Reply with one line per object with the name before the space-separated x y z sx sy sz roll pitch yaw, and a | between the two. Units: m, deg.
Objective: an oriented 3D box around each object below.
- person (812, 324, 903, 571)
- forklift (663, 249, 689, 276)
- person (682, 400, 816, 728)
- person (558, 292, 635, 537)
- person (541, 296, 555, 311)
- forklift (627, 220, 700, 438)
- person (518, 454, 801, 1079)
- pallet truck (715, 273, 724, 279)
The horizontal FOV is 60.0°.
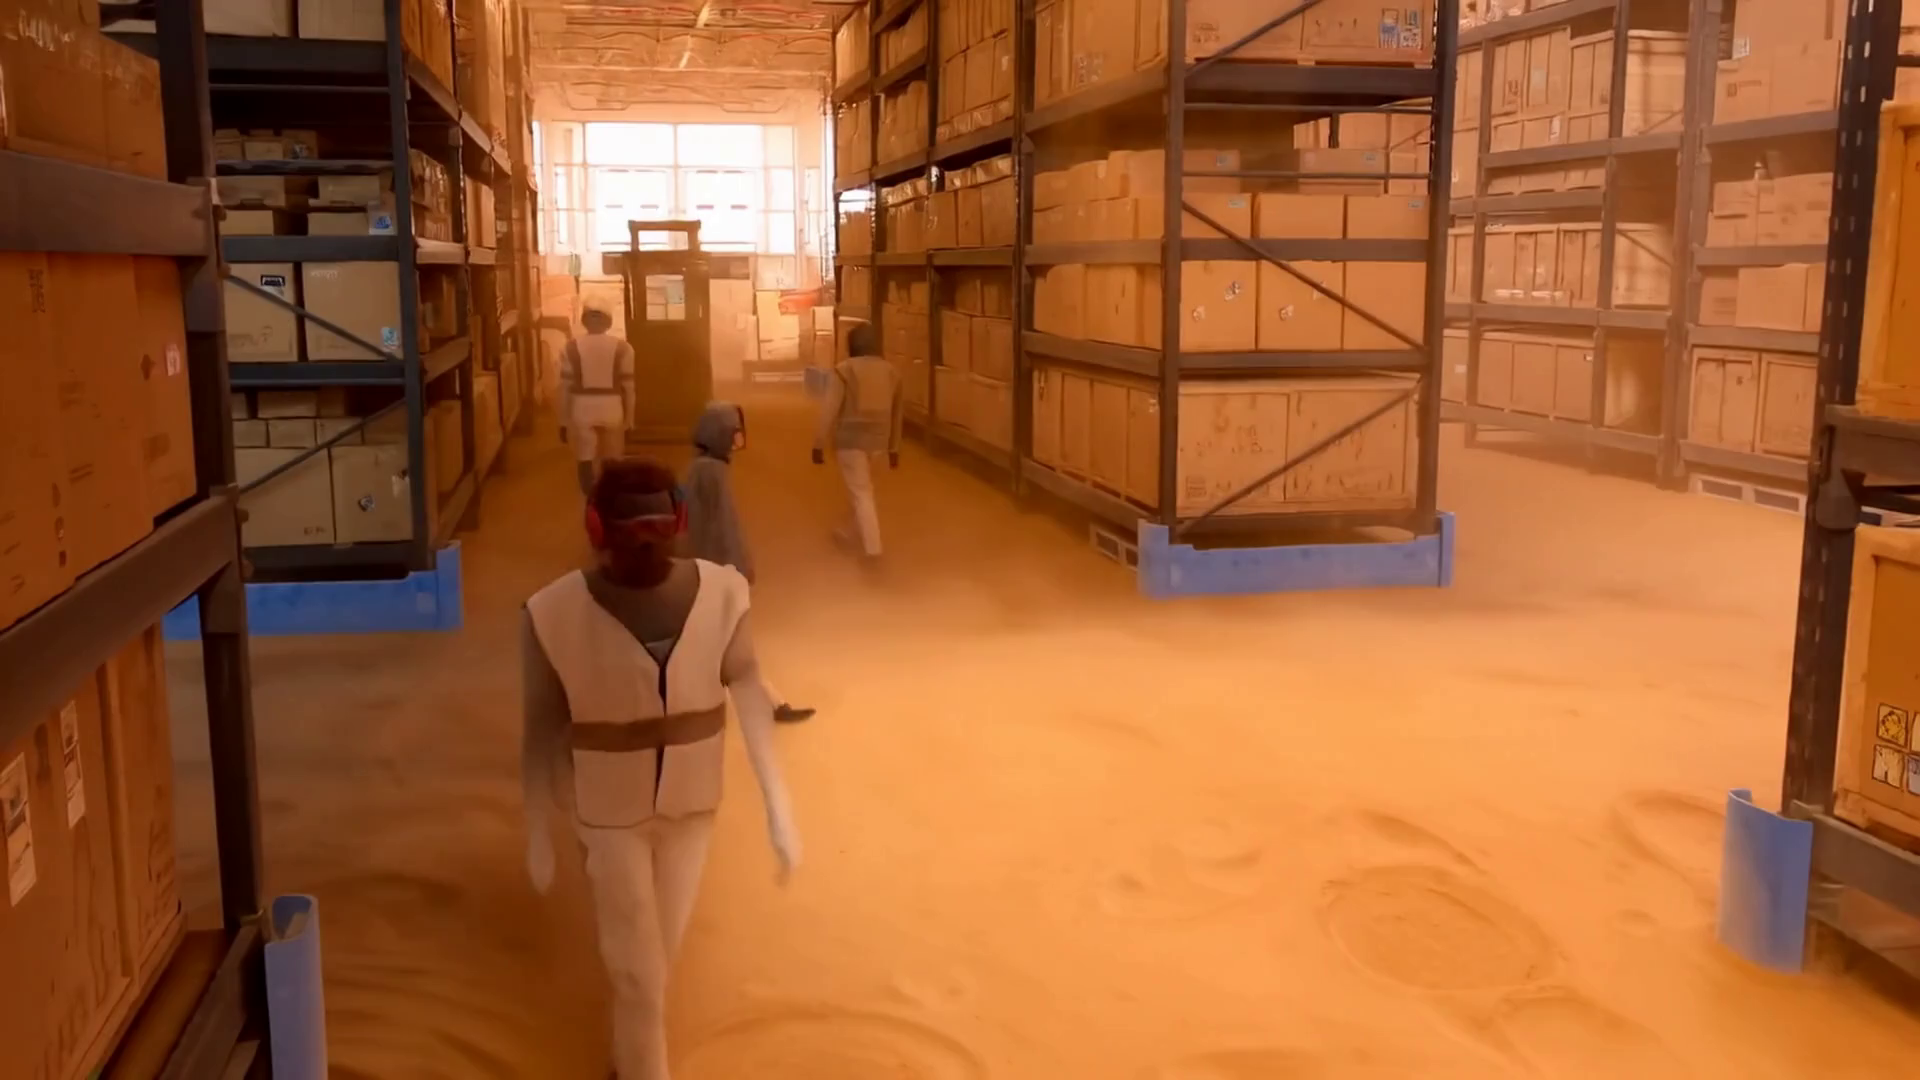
person | -0.788 -0.707 12.436 0.624 1.791 0.954 -7 12 -36
forklift | -9.250 -8.206 54.841 1.129 2.768 1.873 -7 12 -38
person | -1.142 0.118 8.018 0.880 1.584 0.514 2 9 11
person | -2.930 -0.988 13.463 0.618 2.020 0.736 -2 10 -15
person | -13.712 -7.756 55.019 0.772 1.913 0.662 2 9 11
forklift | -3.883 -2.818 22.003 1.129 2.768 1.873 -2 10 -12
person | -0.745 0.678 4.011 0.576 1.789 0.969 -6 11 -32
pallet truck | -8.580 -8.986 62.280 1.885 1.965 0.823 1 9 5
